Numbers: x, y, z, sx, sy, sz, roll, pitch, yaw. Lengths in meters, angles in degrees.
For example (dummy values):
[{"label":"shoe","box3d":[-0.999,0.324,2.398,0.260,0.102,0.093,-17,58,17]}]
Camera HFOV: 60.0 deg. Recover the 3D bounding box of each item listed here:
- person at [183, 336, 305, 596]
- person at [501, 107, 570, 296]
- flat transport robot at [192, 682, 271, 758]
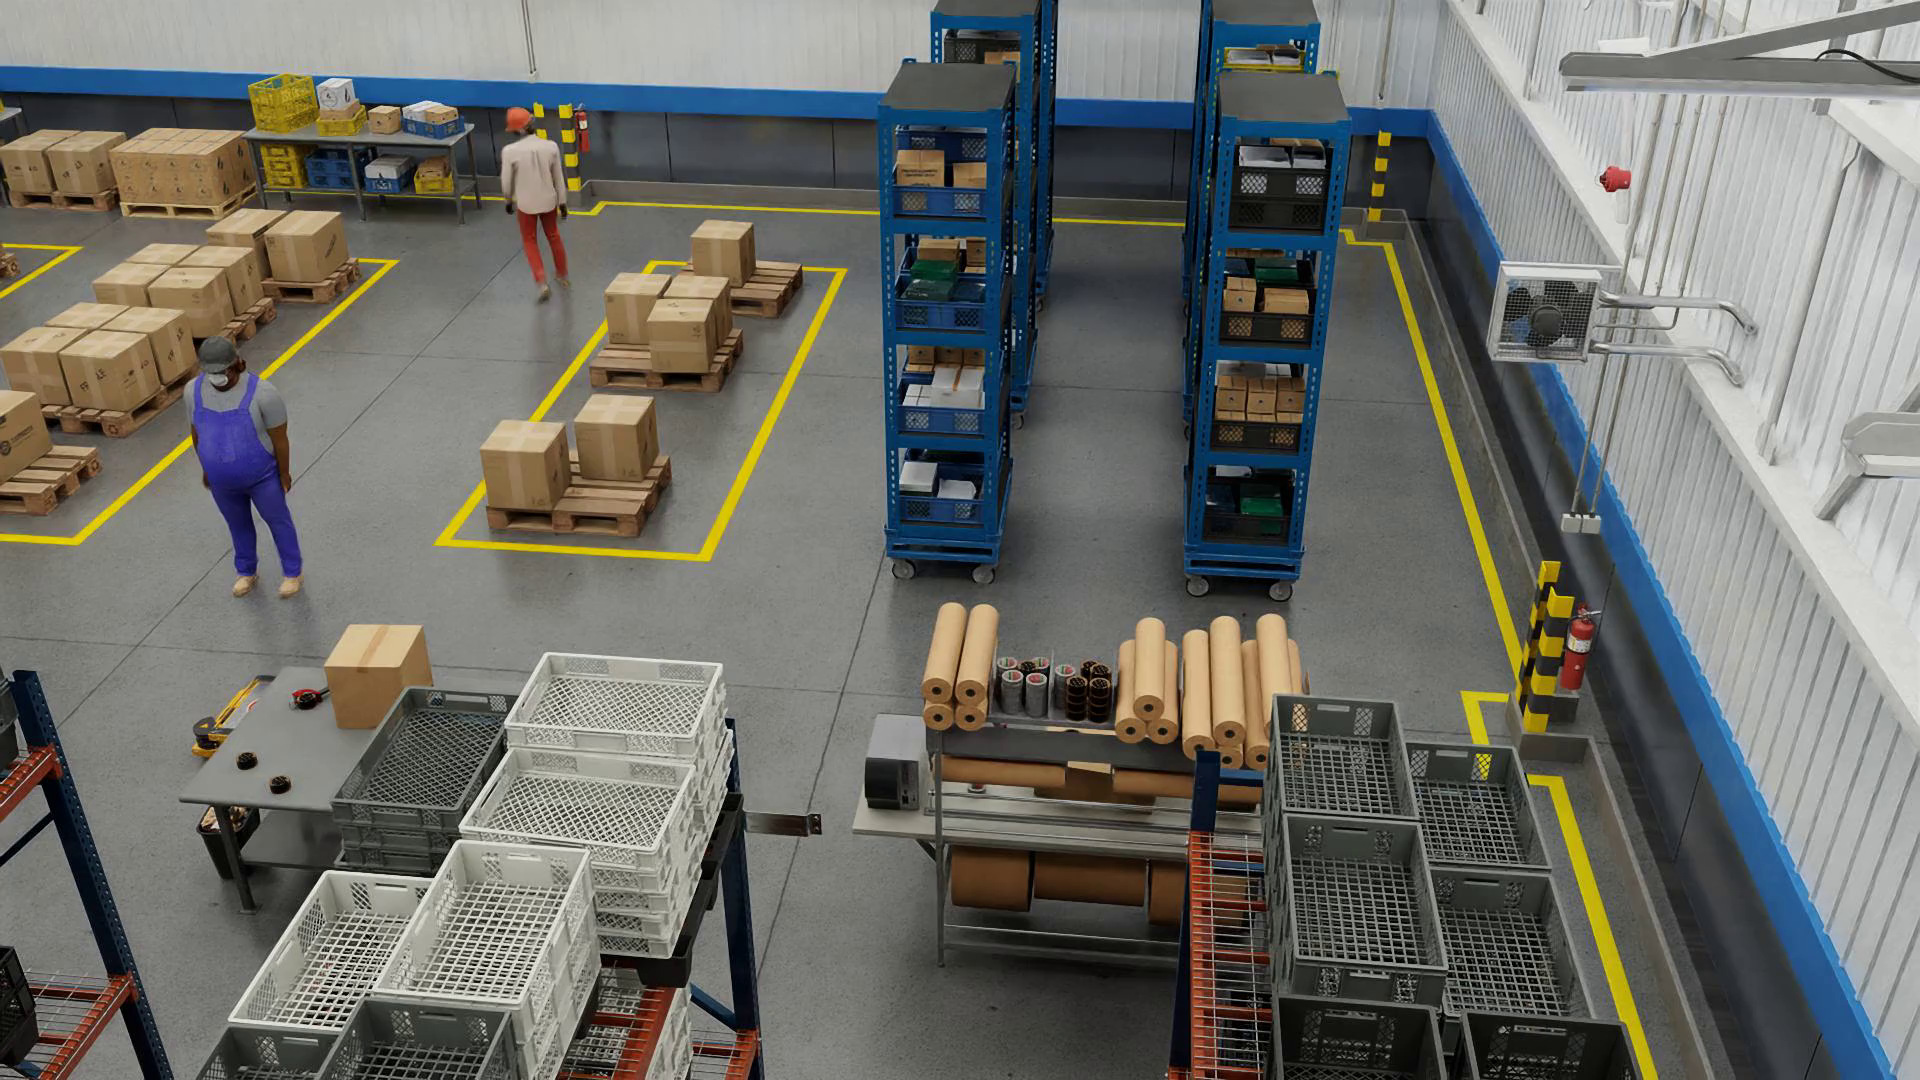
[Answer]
[{"label":"person","box3d":[-5.097,-0.515,11.798,0.681,2.000,0.535,1,30,2]},{"label":"person","box3d":[-4.286,-3.425,16.892,0.627,1.943,0.657,-20,36,-31]},{"label":"flat transport robot","box3d":[-4.089,1.163,10.648,1.431,0.197,0.652,3,30,6]}]
